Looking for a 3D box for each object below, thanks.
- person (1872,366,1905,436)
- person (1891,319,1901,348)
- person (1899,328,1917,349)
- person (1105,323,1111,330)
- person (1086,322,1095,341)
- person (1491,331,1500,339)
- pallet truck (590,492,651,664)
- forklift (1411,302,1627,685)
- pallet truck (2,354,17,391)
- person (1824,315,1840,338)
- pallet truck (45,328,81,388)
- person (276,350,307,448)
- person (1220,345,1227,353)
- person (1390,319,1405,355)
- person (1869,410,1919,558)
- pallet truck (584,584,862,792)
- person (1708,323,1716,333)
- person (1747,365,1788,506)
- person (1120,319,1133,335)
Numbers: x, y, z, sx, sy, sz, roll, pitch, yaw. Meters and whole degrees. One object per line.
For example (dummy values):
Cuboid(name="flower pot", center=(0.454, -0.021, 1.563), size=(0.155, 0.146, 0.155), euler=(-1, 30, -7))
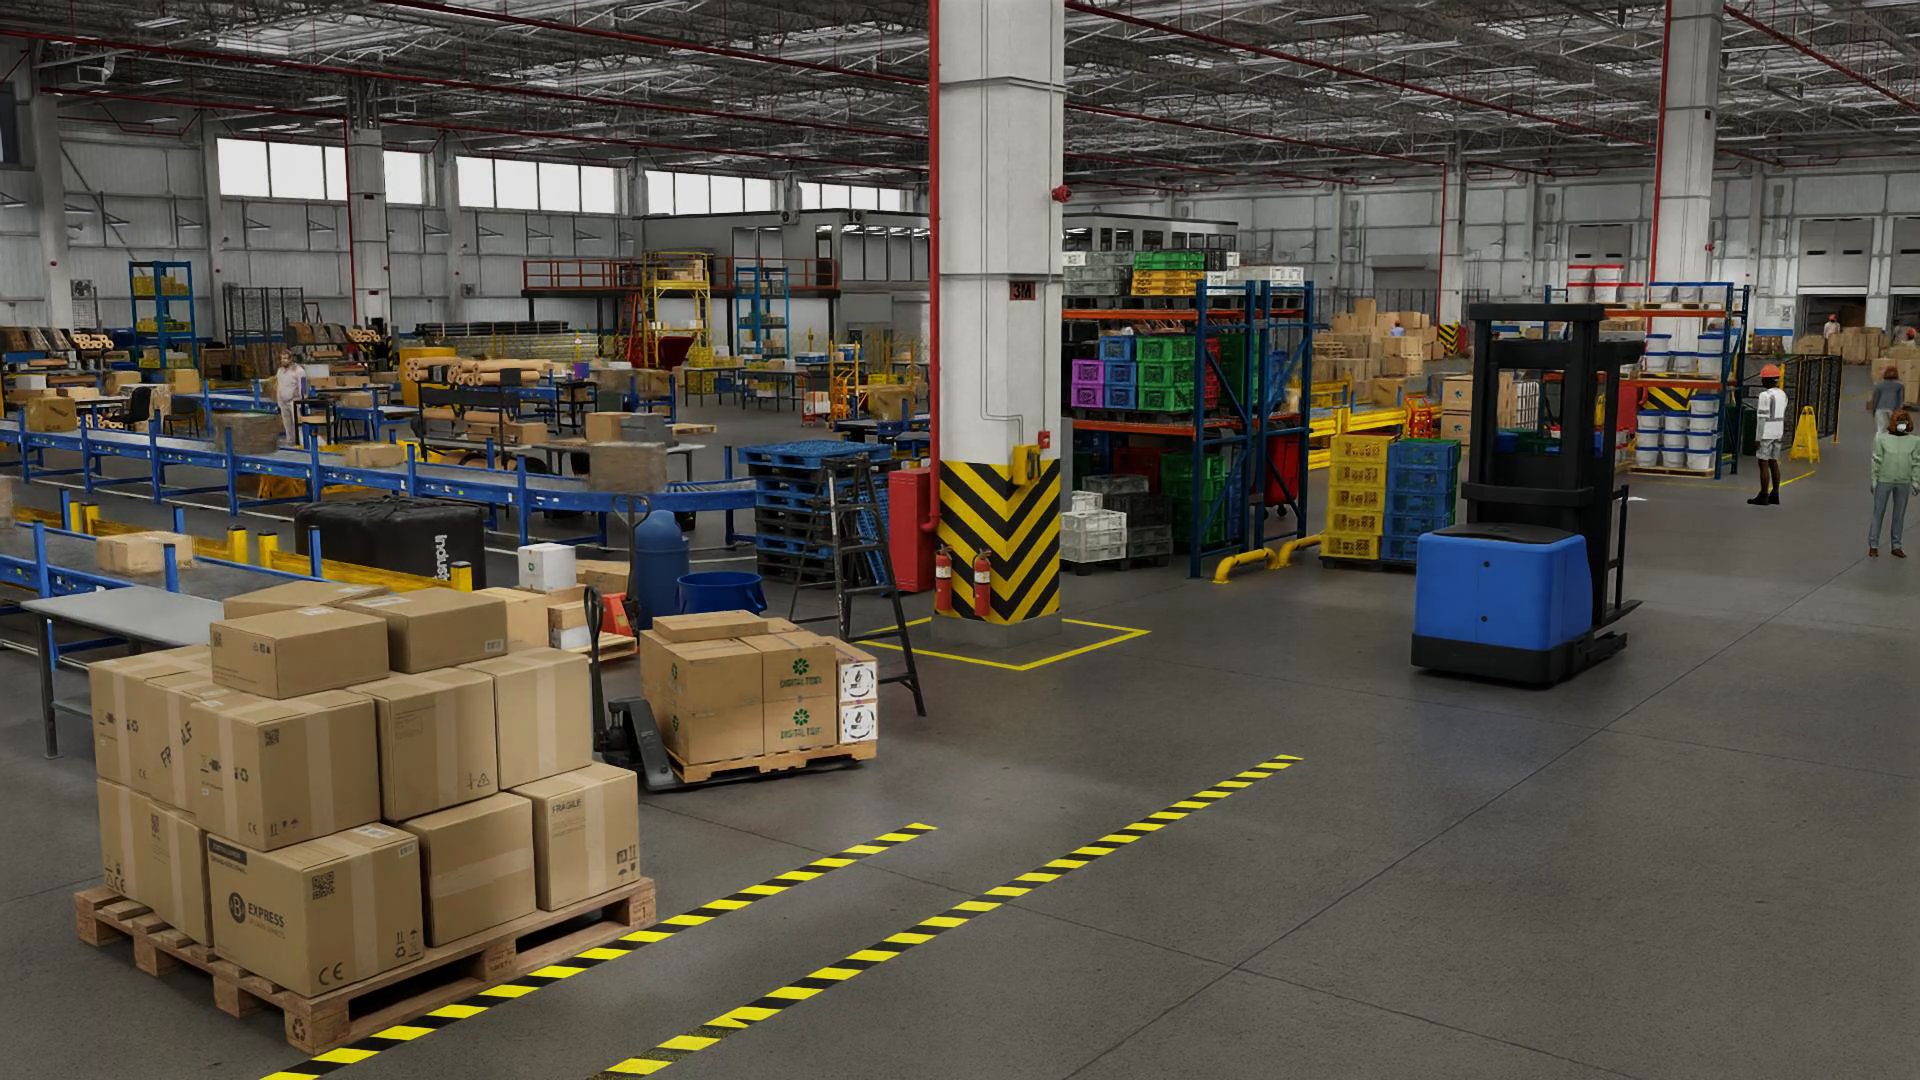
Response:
Cuboid(name="person", center=(16.591, -2.306, 29.756), size=(0.510, 1.596, 0.852), euler=(6, 10, 35))
Cuboid(name="person", center=(38.653, -8.213, 68.721), size=(0.439, 1.850, 0.553), euler=(7, 11, 38))
Cuboid(name="person", center=(27.849, -5.299, 49.017), size=(0.556, 1.885, 1.030), euler=(-4, 9, -25))
Cuboid(name="person", center=(5.176, -6.627, 57.994), size=(0.596, 1.865, 1.019), euler=(-5, 10, -30))
Cuboid(name="person", center=(4.988, -7.526, 64.171), size=(0.639, 1.825, 0.526), euler=(-1, 9, -9))
Cuboid(name="person", center=(14.791, -4.897, 46.394), size=(0.662, 1.847, 0.498), euler=(7, 11, 40))
Cuboid(name="pallet truck", center=(-3.115, 0.344, 12.883), size=(0.653, 1.274, 1.630), euler=(7, 11, 37))
Cuboid(name="forklift", center=(4.379, -0.438, 12.852), size=(1.129, 2.768, 1.873), euler=(7, 11, 37))
Cuboid(name="pallet truck", center=(-24.881, -4.417, 42.634), size=(1.885, 1.965, 0.823), euler=(8, 11, 41))
Cuboid(name="person", center=(37.676, -8.750, 71.891), size=(0.613, 1.982, 0.409), euler=(5, 10, 33))
Cuboid(name="pallet truck", center=(-23.775, -4.544, 43.495), size=(1.885, 1.965, 0.823), euler=(6, 10, 35))
Cuboid(name="person", center=(-11.848, -2.407, 29.453), size=(0.644, 1.896, 0.401), euler=(4, 9, 25))
Cuboid(name="person", center=(7.121, -4.695, 45.485), size=(0.887, 1.691, 0.510), euler=(-5, 10, -32))
Cuboid(name="person", center=(16.678, -7.476, 63.471), size=(0.552, 1.932, 0.377), euler=(2, 9, 12))
Cuboid(name="person", center=(10.227, -0.613, 18.209), size=(0.497, 1.634, 0.278), euler=(2, 9, 11))
Cuboid(name="pallet truck", center=(-1.426, 0.805, 10.019), size=(1.601, 1.201, 0.680), euler=(-4, 9, -26))
Cuboid(name="person", center=(26.976, -6.864, 59.598), size=(0.863, 1.858, 0.579), euler=(5, 10, 29))
Cuboid(name="person", center=(11.055, -1.433, 22.777), size=(0.539, 1.930, 0.385), euler=(-6, 10, -35))
Cuboid(name="person", center=(6.547, -7.799, 65.879), size=(0.432, 1.872, 0.585), euler=(-8, 12, -43))
